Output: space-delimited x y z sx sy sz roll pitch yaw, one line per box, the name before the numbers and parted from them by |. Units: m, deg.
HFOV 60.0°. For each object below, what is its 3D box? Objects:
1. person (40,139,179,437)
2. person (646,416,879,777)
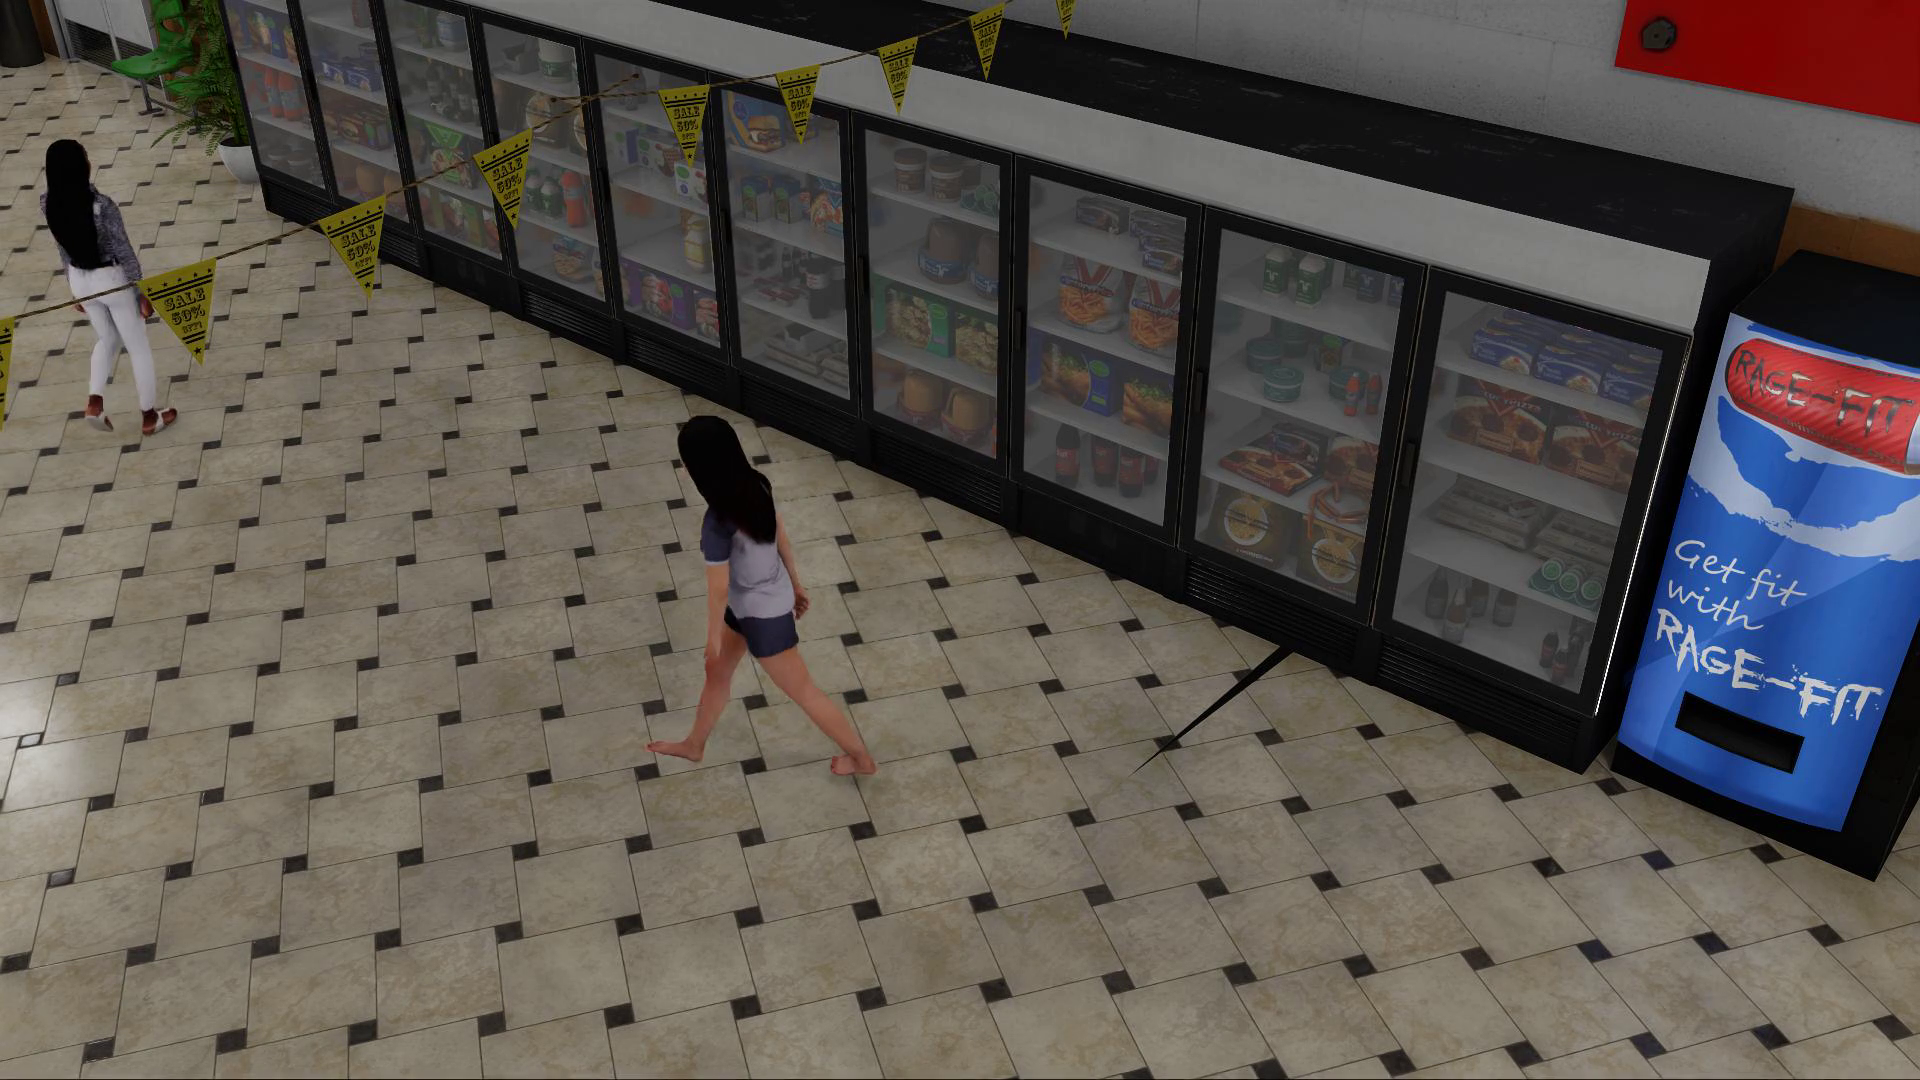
person | -4.666 -1.302 8.989 0.802 1.711 0.912 7 33 11
person | -0.700 0.301 6.490 1.082 1.630 1.192 6 32 10
